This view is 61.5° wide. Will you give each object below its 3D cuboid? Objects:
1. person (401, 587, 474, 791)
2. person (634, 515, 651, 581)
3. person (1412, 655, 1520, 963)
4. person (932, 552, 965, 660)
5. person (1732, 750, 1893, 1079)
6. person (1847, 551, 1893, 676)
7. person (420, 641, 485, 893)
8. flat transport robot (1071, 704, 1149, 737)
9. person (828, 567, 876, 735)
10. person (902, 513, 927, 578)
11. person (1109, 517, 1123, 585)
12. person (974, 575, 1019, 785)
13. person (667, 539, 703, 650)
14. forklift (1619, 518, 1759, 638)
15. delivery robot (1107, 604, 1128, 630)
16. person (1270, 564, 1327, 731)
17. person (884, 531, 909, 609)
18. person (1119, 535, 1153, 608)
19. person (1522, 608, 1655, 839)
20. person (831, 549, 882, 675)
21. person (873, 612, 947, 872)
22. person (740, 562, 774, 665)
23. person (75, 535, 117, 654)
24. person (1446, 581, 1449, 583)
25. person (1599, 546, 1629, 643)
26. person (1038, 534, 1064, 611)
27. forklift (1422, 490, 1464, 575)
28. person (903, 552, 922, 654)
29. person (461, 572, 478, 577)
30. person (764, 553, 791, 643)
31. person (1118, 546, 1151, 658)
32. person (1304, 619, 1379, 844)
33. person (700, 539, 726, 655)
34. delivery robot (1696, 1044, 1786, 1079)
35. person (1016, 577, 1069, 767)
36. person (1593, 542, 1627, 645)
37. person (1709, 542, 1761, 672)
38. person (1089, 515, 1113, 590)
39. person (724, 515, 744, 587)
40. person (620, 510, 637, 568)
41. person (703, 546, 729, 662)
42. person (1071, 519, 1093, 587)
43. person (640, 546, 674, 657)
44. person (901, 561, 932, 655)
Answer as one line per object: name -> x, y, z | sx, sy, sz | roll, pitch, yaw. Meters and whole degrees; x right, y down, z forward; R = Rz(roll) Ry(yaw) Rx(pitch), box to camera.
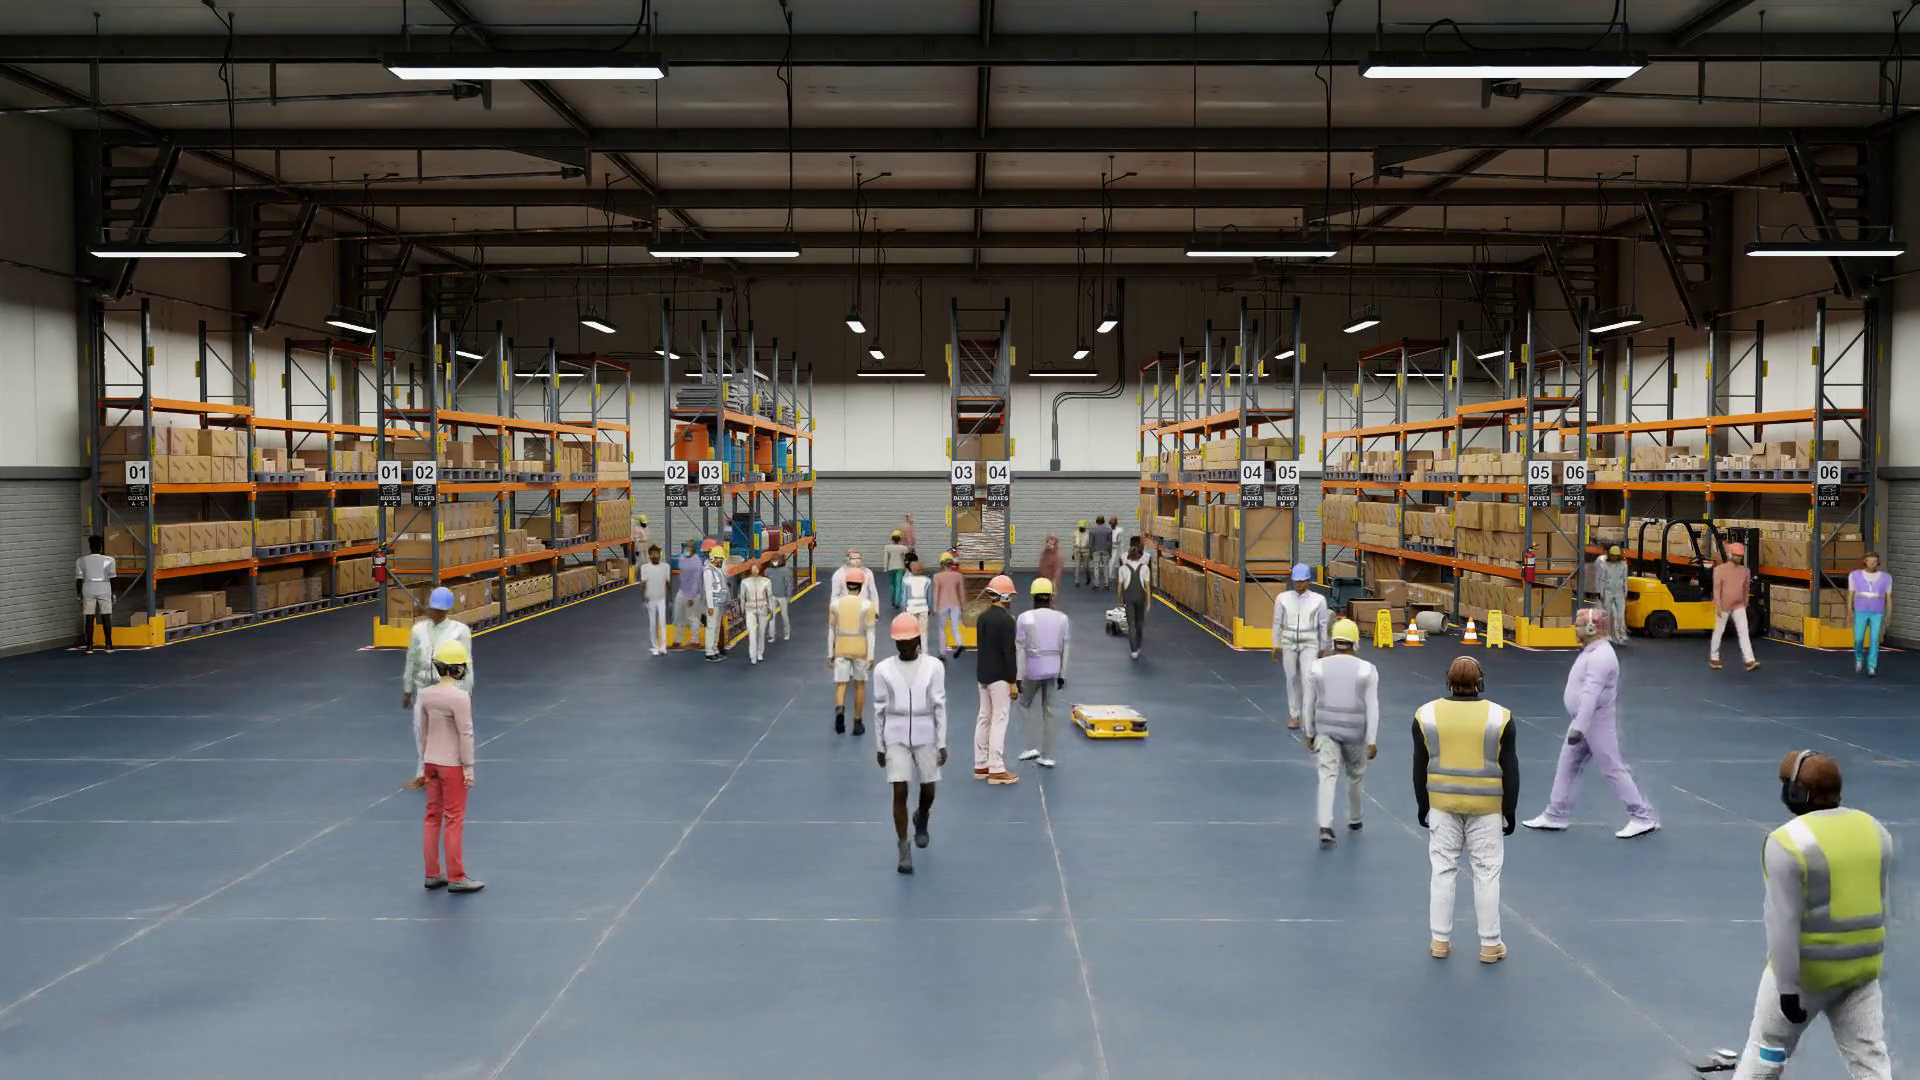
person -> -4.893, 1.395, 14.994 | 0.760, 1.914, 0.438 | 0, 2, 9
person -> -8.790, 0.233, 44.544 | 0.653, 1.883, 0.663 | 1, 3, 27
person -> 3.091, 1.628, 9.869 | 0.627, 1.846, 0.429 | 1, 3, 25
person -> -0.156, 1.053, 25.624 | 0.563, 1.737, 0.645 | -1, 2, -17
person -> 3.563, 1.775, 6.795 | 0.646, 1.792, 0.960 | -1, 2, -16
person -> 13.366, 1.079, 23.724 | 0.592, 1.833, 0.449 | 1, 3, 25
person -> -3.630, 1.601, 11.490 | 0.526, 1.769, 0.330 | 2, 3, 37
flat transport robot -> 1.714, 2.075, 18.629 | 0.652, 0.197, 1.431 | 0, 2, -5
person -> -1.229, 1.260, 18.217 | 0.558, 1.916, 0.659 | 0, 2, 9
person -> -1.333, 0.187, 45.778 | 0.868, 1.875, 0.651 | 0, 2, 12
person -> 4.106, 0.289, 43.868 | 0.681, 1.829, 1.005 | 1, 2, 18
person -> 0.371, 1.334, 15.600 | 0.414, 1.986, 0.605 | -1, 3, -27
person -> -4.591, 0.922, 27.104 | 0.711, 1.883, 0.707 | 2, 3, 42
forklift -> 13.417, 0.684, 29.791 | 2.313, 2.155, 1.214 | 0, 2, 0
delivery robot -> 2.995, 1.436, 30.042 | 0.477, 0.478, 0.707 | -1, 2, -17
person -> 3.901, 1.242, 18.646 | 0.627, 1.921, 0.762 | 1, 2, 20
person -> -1.412, 0.659, 35.890 | 0.541, 1.716, 0.925 | 0, 2, 3
person -> 3.197, 0.840, 29.397 | 0.624, 1.878, 0.958 | 0, 2, 3
person -> 5.179, 1.488, 13.203 | 0.985, 1.867, 0.636 | 0, 2, 10
person -> -1.484, 1.070, 23.519 | 0.655, 1.868, 0.923 | -1, 3, -30
person -> -0.377, 1.494, 12.204 | 0.563, 1.923, 0.650 | 0, 2, -3
person -> -3.195, 1.135, 25.435 | 0.522, 1.600, 0.884 | 0, 2, -7
person -> -14.321, 0.895, 26.781 | 0.601, 1.967, 0.369 | -1, 3, -25
person -> 12.875, 0.297, 43.546 | 0.688, 1.842, 0.447 | 2, 3, 34
person -> 11.481, 0.959, 28.310 | 0.508, 1.695, 0.896 | 0, 2, 8
person -> 1.639, 0.821, 29.991 | 0.617, 1.858, 0.727 | -2, 3, -36
forklift -> 13.926, -0.371, 47.846 | 1.873, 2.768, 1.129 | 0, 2, 0
person -> -0.782, 1.044, 26.368 | 0.317, 1.695, 0.540 | -1, 2, -23
person -> -11.214, 0.581, 36.558 | 0.534, 1.811, 1.004 | 0, 2, -5
person -> -3.223, 1.005, 28.674 | 0.507, 1.588, 0.864 | 0, 2, 7
person -> 2.821, 1.001, 26.231 | 0.511, 1.782, 1.009 | 0, 2, -2
person -> 3.073, 1.529, 13.027 | 0.603, 1.792, 0.909 | 1, 2, 23
person -> -4.048, 0.935, 26.435 | 0.578, 1.915, 0.454 | 2, 3, 45
delivery robot -> 3.409, 2.232, 6.776 | 0.335, 0.223, 0.698 | -1, 2, -15
person -> 0.802, 1.335, 16.417 | 0.613, 1.905, 0.579 | -1, 2, -24
person -> 11.485, 0.926, 28.634 | 0.635, 1.803, 1.005 | 0, 2, -2
person -> 11.645, 1.007, 24.344 | 0.633, 1.935, 1.042 | 0, 2, -3
person -> 3.615, 0.322, 41.548 | 0.627, 1.941, 0.374 | 0, 2, -3
person -> -6.047, 0.283, 42.993 | 0.570, 1.896, 0.930 | 1, 2, 20
person -> -10.028, 0.006, 48.792 | 0.375, 1.997, 0.612 | 1, 3, 30
person -> -3.873, 1.010, 25.630 | 0.403, 1.822, 0.599 | 0, 2, 8
person -> 3.258, 0.344, 42.703 | 0.611, 1.803, 0.640 | 1, 2, 21
person -> -4.916, 0.997, 26.212 | 0.532, 1.810, 1.024 | 0, 2, -12
person -> -0.688, 1.133, 25.502 | 0.519, 1.589, 0.888 | -1, 2, -16
